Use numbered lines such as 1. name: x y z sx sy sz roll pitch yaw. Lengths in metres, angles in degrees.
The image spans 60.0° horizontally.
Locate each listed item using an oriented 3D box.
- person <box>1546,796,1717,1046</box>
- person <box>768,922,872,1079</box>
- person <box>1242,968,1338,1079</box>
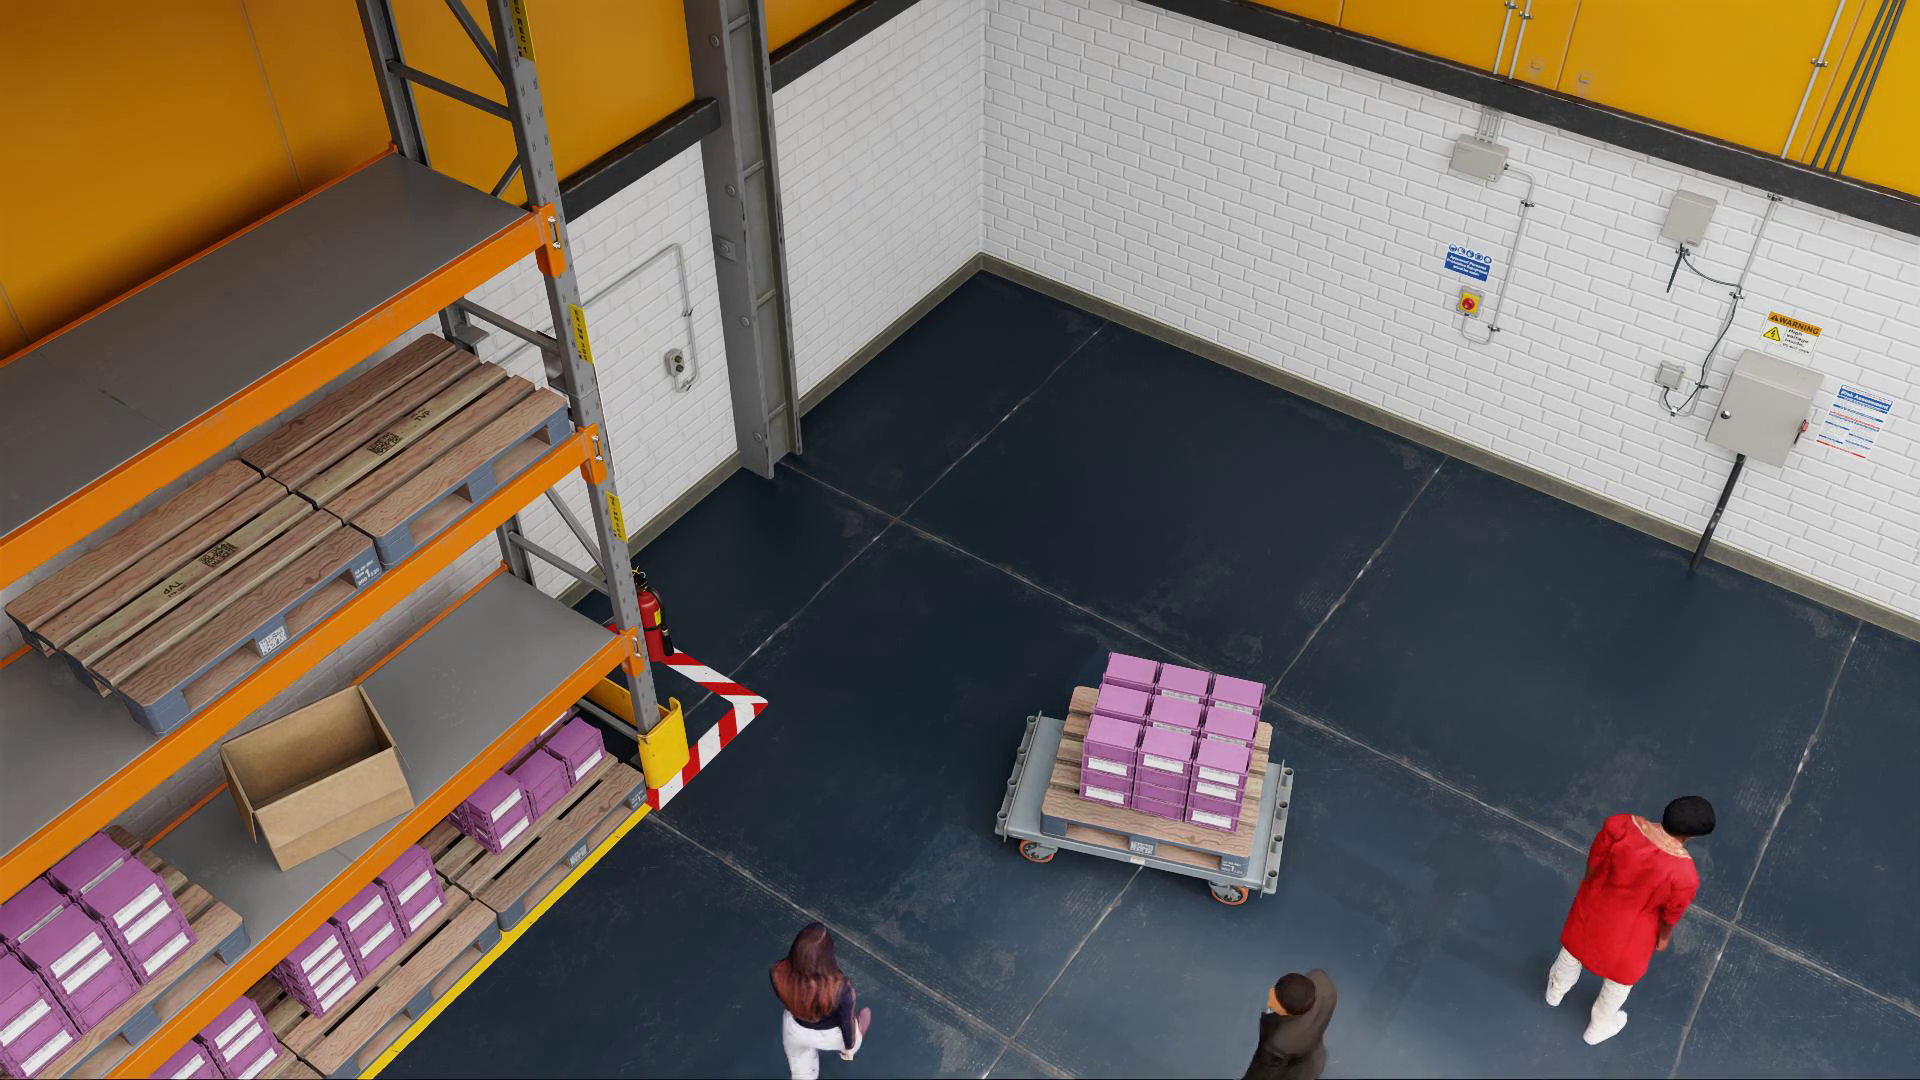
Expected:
1. person: 3.414 1.891 8.574 0.737 1.871 0.673 25 49 24
2. person: -0.719 2.465 8.199 0.865 1.556 1.145 10 44 10
3. person: 1.603 2.502 8.003 0.583 1.773 0.831 -24 49 -23
